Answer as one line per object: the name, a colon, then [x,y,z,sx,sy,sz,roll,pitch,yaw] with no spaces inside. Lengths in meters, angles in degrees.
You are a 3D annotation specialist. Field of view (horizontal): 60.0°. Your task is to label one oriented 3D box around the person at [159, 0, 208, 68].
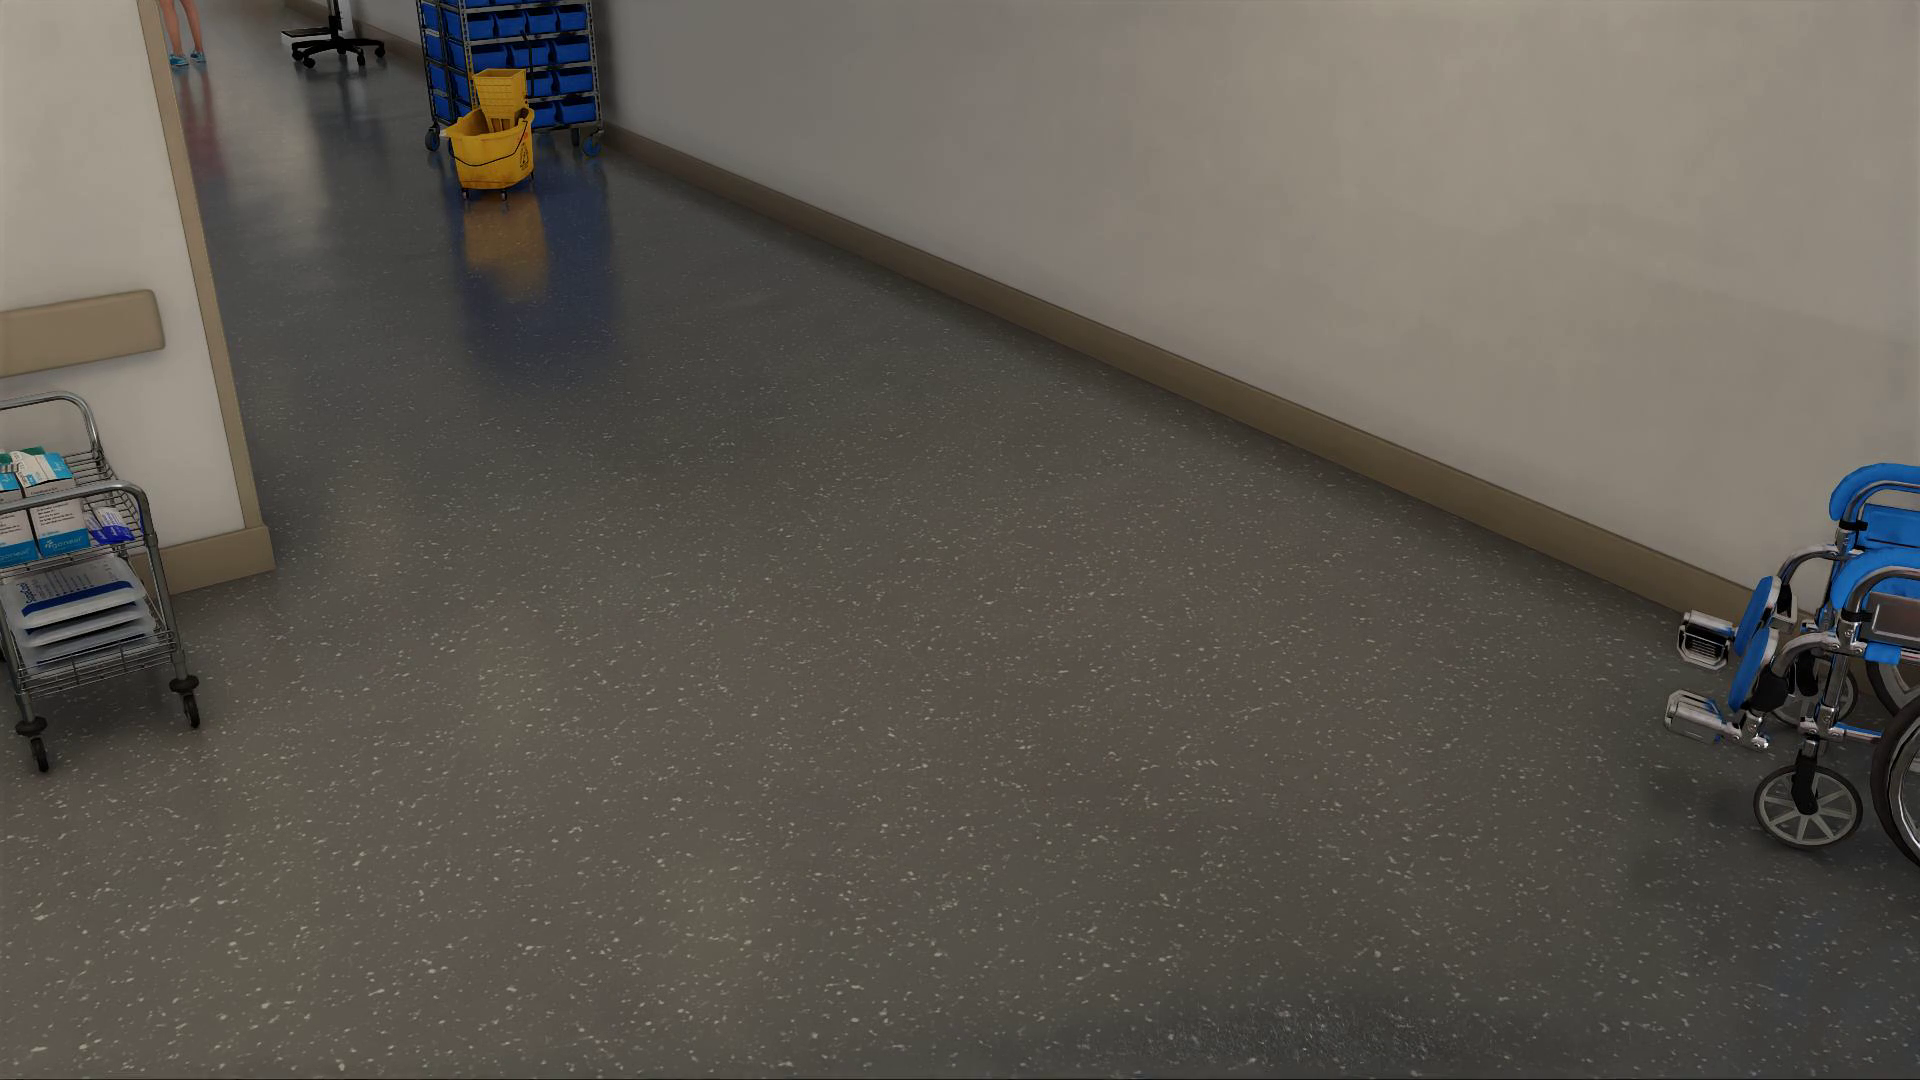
person: [-6.572,-4.846,13.754,0.722,1.765,0.628,17,31,32]
